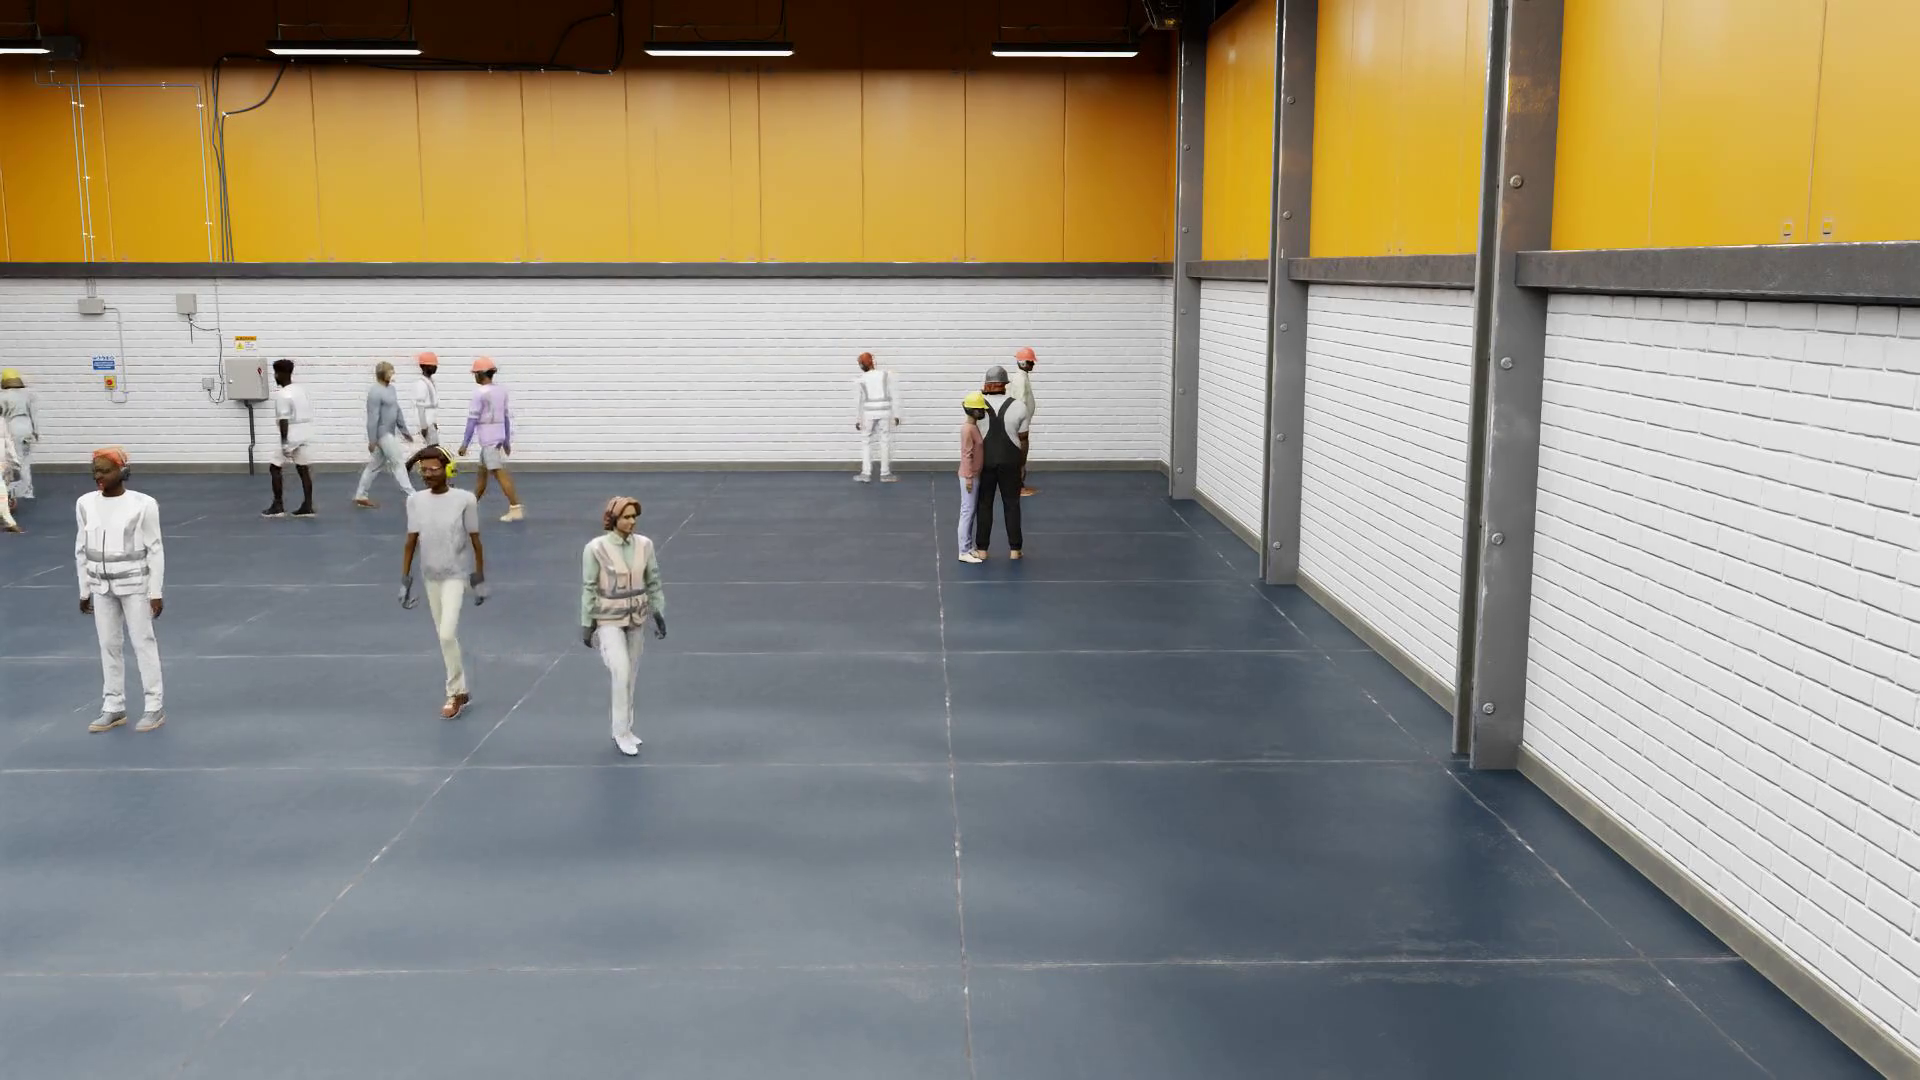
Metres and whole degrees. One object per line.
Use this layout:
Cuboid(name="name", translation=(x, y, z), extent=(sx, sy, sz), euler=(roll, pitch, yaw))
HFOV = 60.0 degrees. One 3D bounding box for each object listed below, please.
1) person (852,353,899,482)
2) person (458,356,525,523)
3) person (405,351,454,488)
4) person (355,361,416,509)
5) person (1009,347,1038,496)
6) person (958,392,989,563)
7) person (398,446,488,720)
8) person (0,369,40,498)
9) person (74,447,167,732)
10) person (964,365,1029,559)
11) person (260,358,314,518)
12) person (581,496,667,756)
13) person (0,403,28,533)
Cuboid(name="person", translation=(-1.181, -1.737, 23.694), extent=(0.672, 1.849, 0.346), euler=(-1, 9, -5))
Cuboid(name="person", translation=(-5.686, -1.196, 19.922), extent=(1.045, 1.986, 0.631), euler=(2, 10, 14))
Cuboid(name="person", translation=(-7.388, -1.642, 22.847), extent=(0.688, 1.922, 0.548), euler=(-2, 9, -9))
Cuboid(name="person", translation=(-7.200, -1.308, 20.955), extent=(1.064, 1.883, 0.638), euler=(-1, 9, -3))
Cuboid(name="person", translation=(0.849, -1.592, 22.327), extent=(0.396, 1.992, 0.622), euler=(0, 9, 0))
Cuboid(name="person", translation=(0.148, -0.650, 17.252), extent=(0.319, 1.767, 0.534), euler=(2, 9, 11))
Cuboid(name="person", translation=(-3.531, 0.288, 11.235), extent=(0.536, 1.844, 0.652), euler=(2, 9, 11))
Cuboid(name="person", translation=(-12.569, -1.416, 22.107), extent=(0.654, 1.709, 0.491), euler=(4, 10, 24))
Cuboid(name="person", translation=(-5.509, 0.328, 10.917), extent=(0.589, 1.882, 0.434), euler=(1, 9, 6))
Cuboid(name="person", translation=(0.380, -0.817, 17.433), extent=(0.681, 2.000, 0.536), euler=(0, 9, 1))
Cuboid(name="person", translation=(-8.257, -1.237, 20.298), extent=(0.740, 1.939, 0.603), euler=(2, 9, 13))
Cuboid(name="person", translation=(-2.070, 0.537, 10.426), extent=(0.602, 1.617, 0.542), euler=(9, 13, 43))
Cuboid(name="person", translation=(-11.195, -0.879, 19.165), extent=(0.799, 1.600, 0.502), euler=(0, 9, 3))
